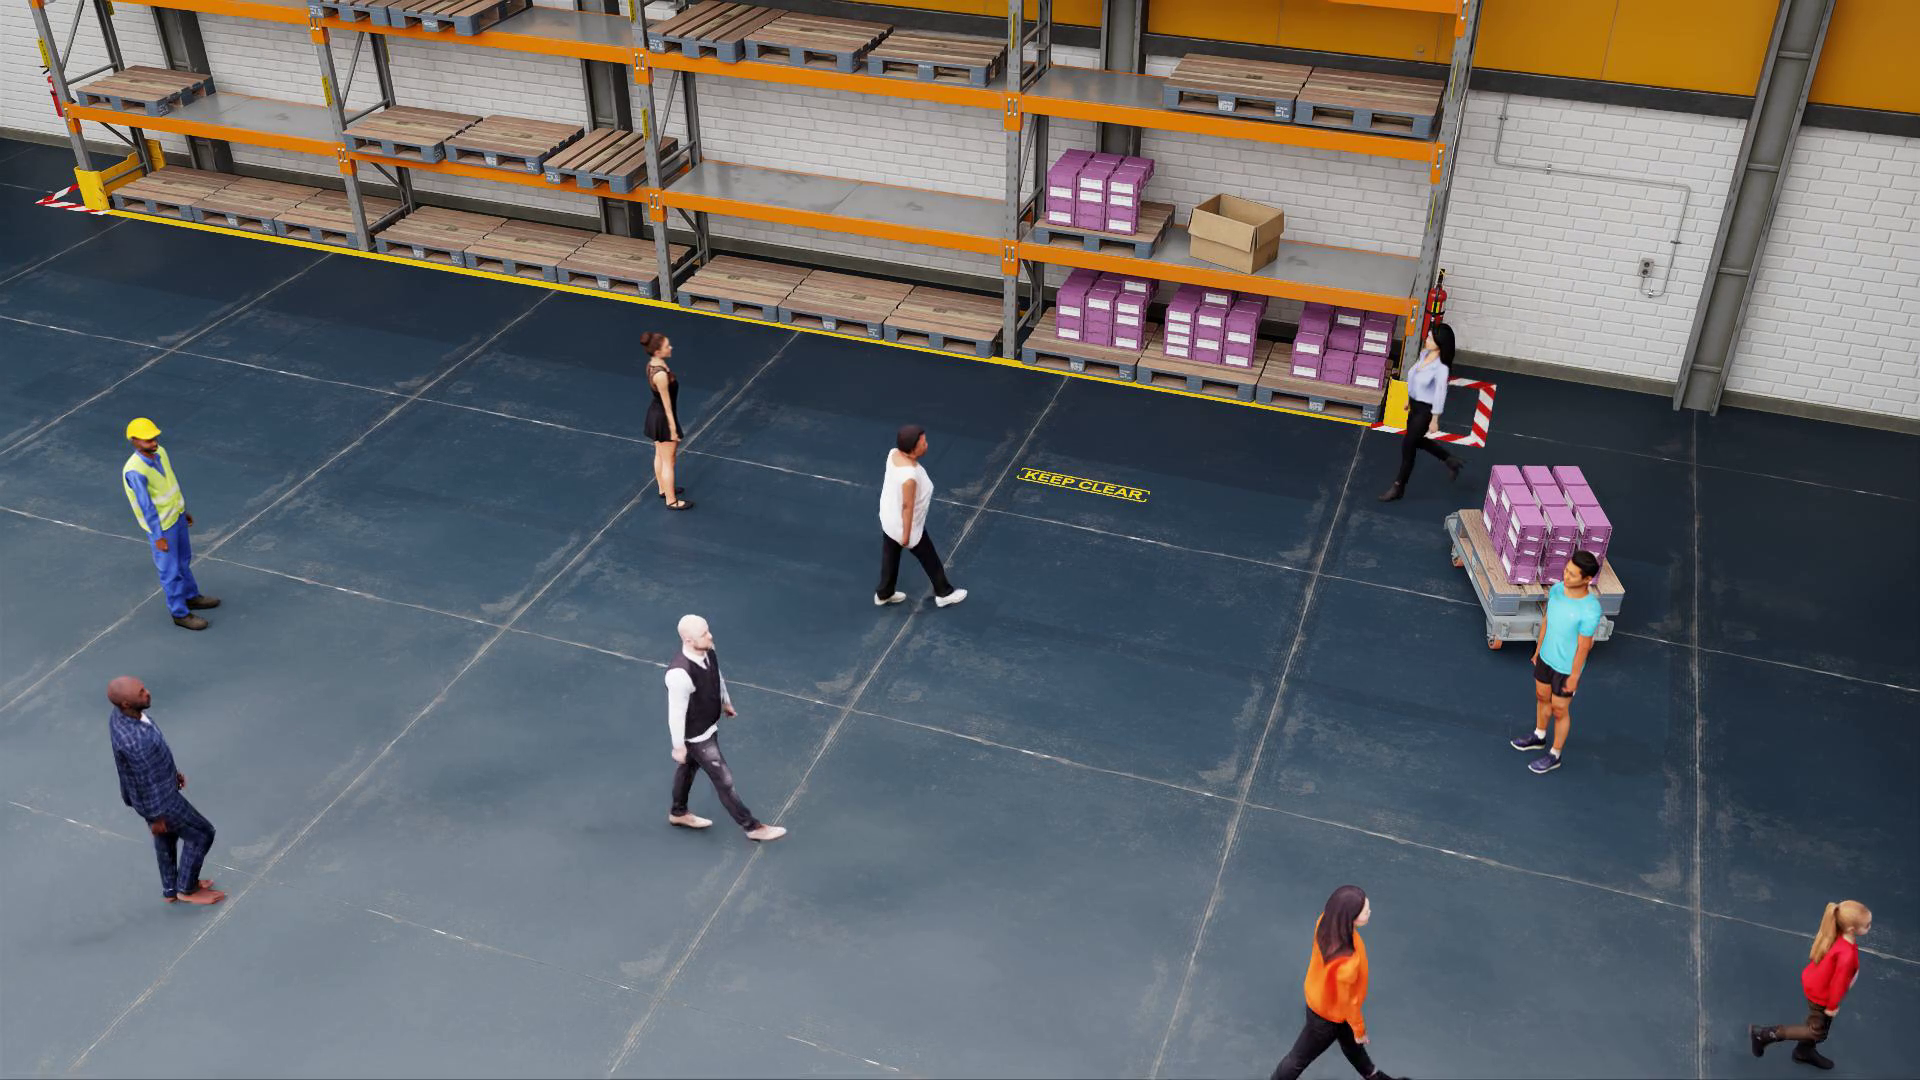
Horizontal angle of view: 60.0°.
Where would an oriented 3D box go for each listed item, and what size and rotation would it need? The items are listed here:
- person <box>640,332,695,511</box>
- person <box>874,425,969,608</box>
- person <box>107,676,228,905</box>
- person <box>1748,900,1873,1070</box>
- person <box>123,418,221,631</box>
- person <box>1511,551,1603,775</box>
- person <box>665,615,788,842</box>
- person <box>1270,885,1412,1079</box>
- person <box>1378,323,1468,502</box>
[{"bbox_3d":[-2.587,-1.054,14.513,0.734,1.672,0.682,-12,35,-17],"label":"person"},{"bbox_3d":[-0.490,-0.154,13.169,1.087,1.661,1.000,-12,36,-18],"label":"person"},{"bbox_3d":[-5.109,1.604,10.393,0.854,1.806,0.781,-20,38,-27],"label":"person"},{"bbox_3d":[4.860,2.544,9.461,0.719,1.272,0.486,11,35,16],"label":"person"},{"bbox_3d":[-6.234,-0.155,13.036,0.694,1.810,0.734,1,34,1],"label":"person"},{"bbox_3d":[4.199,0.837,11.577,0.722,1.773,0.681,-12,35,-17],"label":"person"},{"bbox_3d":[-1.804,1.241,10.954,1.153,1.790,0.847,5,34,8],"label":"person"},{"bbox_3d":[1.917,2.551,9.055,1.166,1.710,0.837,2,34,3],"label":"person"},{"bbox_3d":[4.132,-1.106,14.544,1.126,1.725,0.929,-4,34,-6],"label":"person"}]
